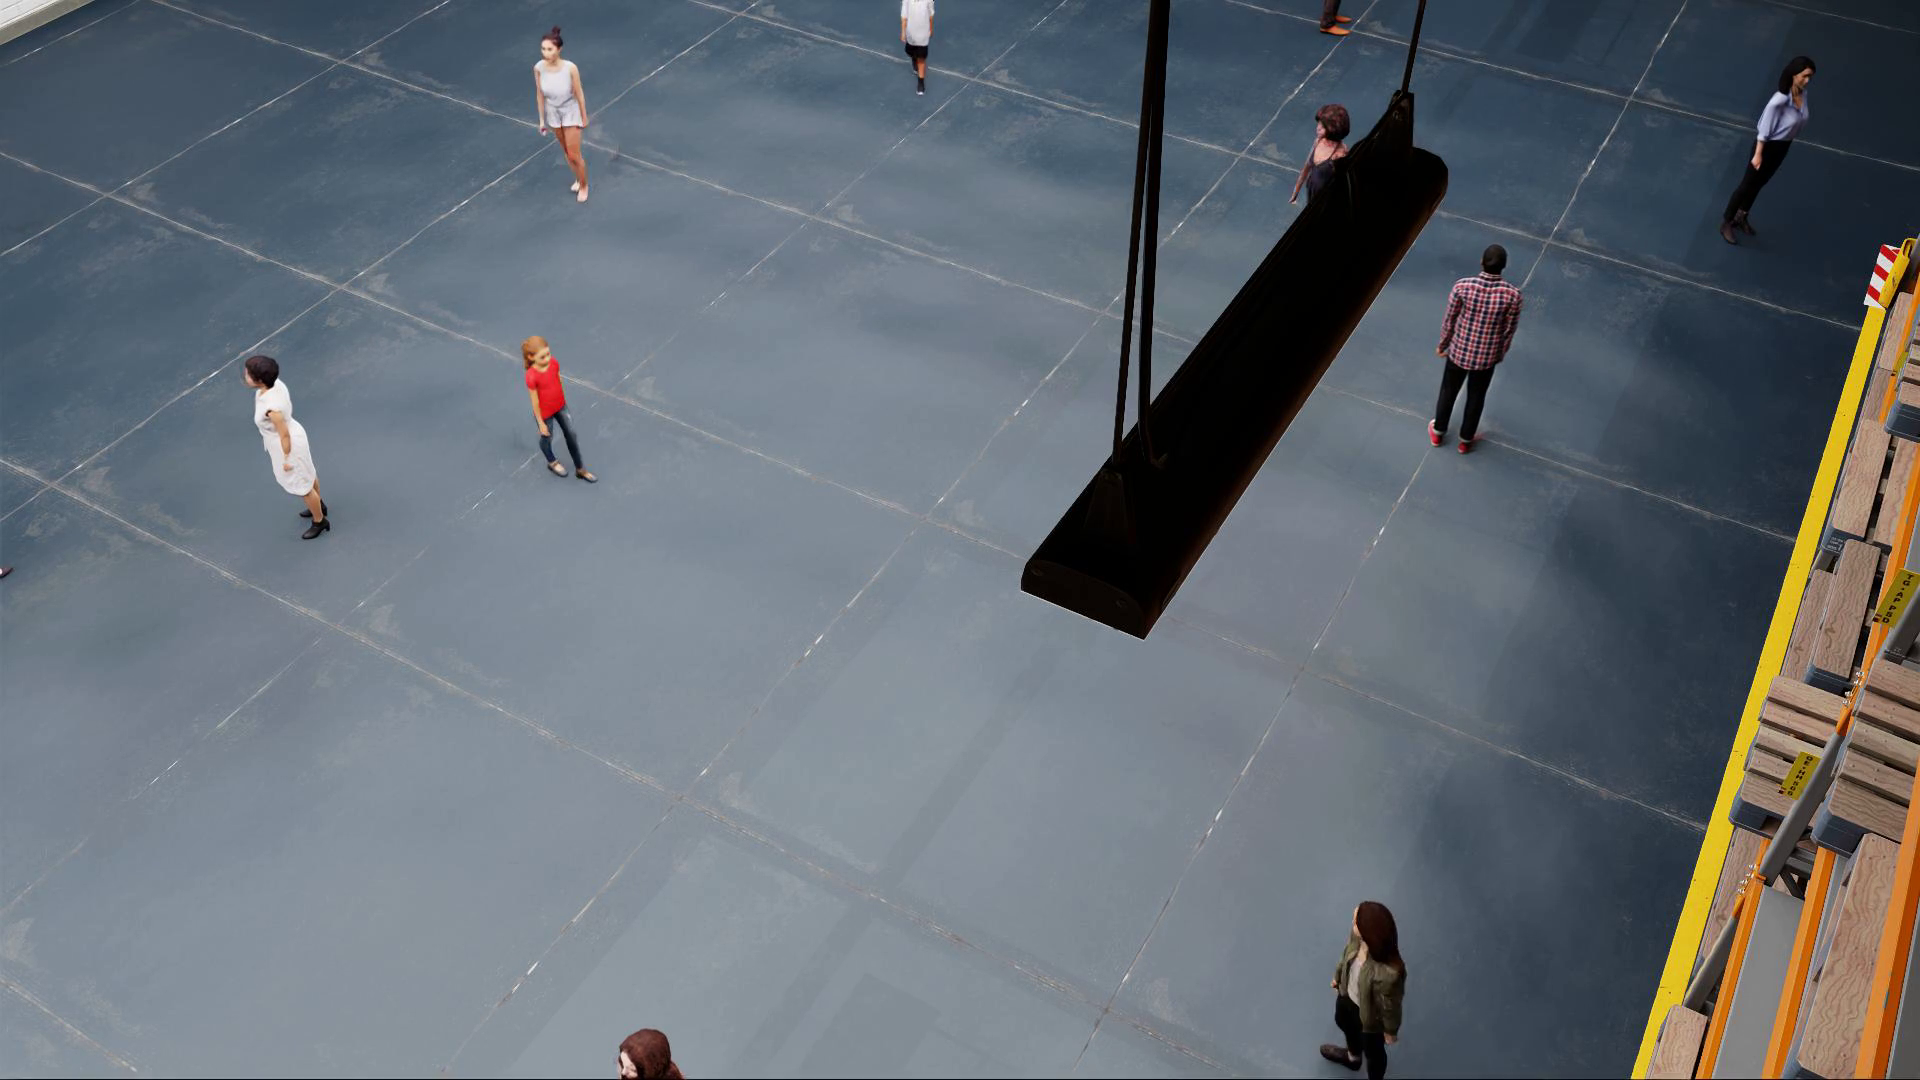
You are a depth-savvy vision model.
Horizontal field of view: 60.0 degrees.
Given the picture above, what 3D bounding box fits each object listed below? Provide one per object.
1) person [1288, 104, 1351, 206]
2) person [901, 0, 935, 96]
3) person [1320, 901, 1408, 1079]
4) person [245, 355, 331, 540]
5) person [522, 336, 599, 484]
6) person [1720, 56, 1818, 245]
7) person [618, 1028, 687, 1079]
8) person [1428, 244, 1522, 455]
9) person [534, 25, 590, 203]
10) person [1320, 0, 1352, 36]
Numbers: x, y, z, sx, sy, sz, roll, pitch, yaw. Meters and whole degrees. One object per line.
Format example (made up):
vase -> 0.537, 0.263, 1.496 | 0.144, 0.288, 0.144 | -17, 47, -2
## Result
person -> 3.101, -2.848, 13.925 | 0.842, 1.777, 0.775 | -19, 47, -19
person -> -0.431, -5.183, 16.760 | 0.723, 1.248, 0.891 | 0, 44, 0
person -> 2.157, 2.428, 8.618 | 0.795, 1.459, 0.759 | -20, 47, -20
person -> -4.765, -0.677, 11.807 | 0.694, 1.556, 0.640 | -12, 45, -13
person -> -3.082, -0.991, 12.326 | 0.627, 1.295, 0.668 | 30, 51, 28
person -> 7.084, -3.419, 14.548 | 0.655, 1.745, 0.793 | -24, 49, -24
person -> -1.404, 2.839, 7.937 | 0.637, 1.803, 0.559 | 28, 50, 27
person -> 3.844, -1.421, 12.444 | 0.711, 1.754, 0.616 | 14, 45, 14
person -> -3.583, -3.923, 15.185 | 0.641, 1.596, 0.711 | 10, 45, 11
person -> 4.057, -6.222, 17.452 | 0.792, 1.799, 0.640 | 9, 44, 9
